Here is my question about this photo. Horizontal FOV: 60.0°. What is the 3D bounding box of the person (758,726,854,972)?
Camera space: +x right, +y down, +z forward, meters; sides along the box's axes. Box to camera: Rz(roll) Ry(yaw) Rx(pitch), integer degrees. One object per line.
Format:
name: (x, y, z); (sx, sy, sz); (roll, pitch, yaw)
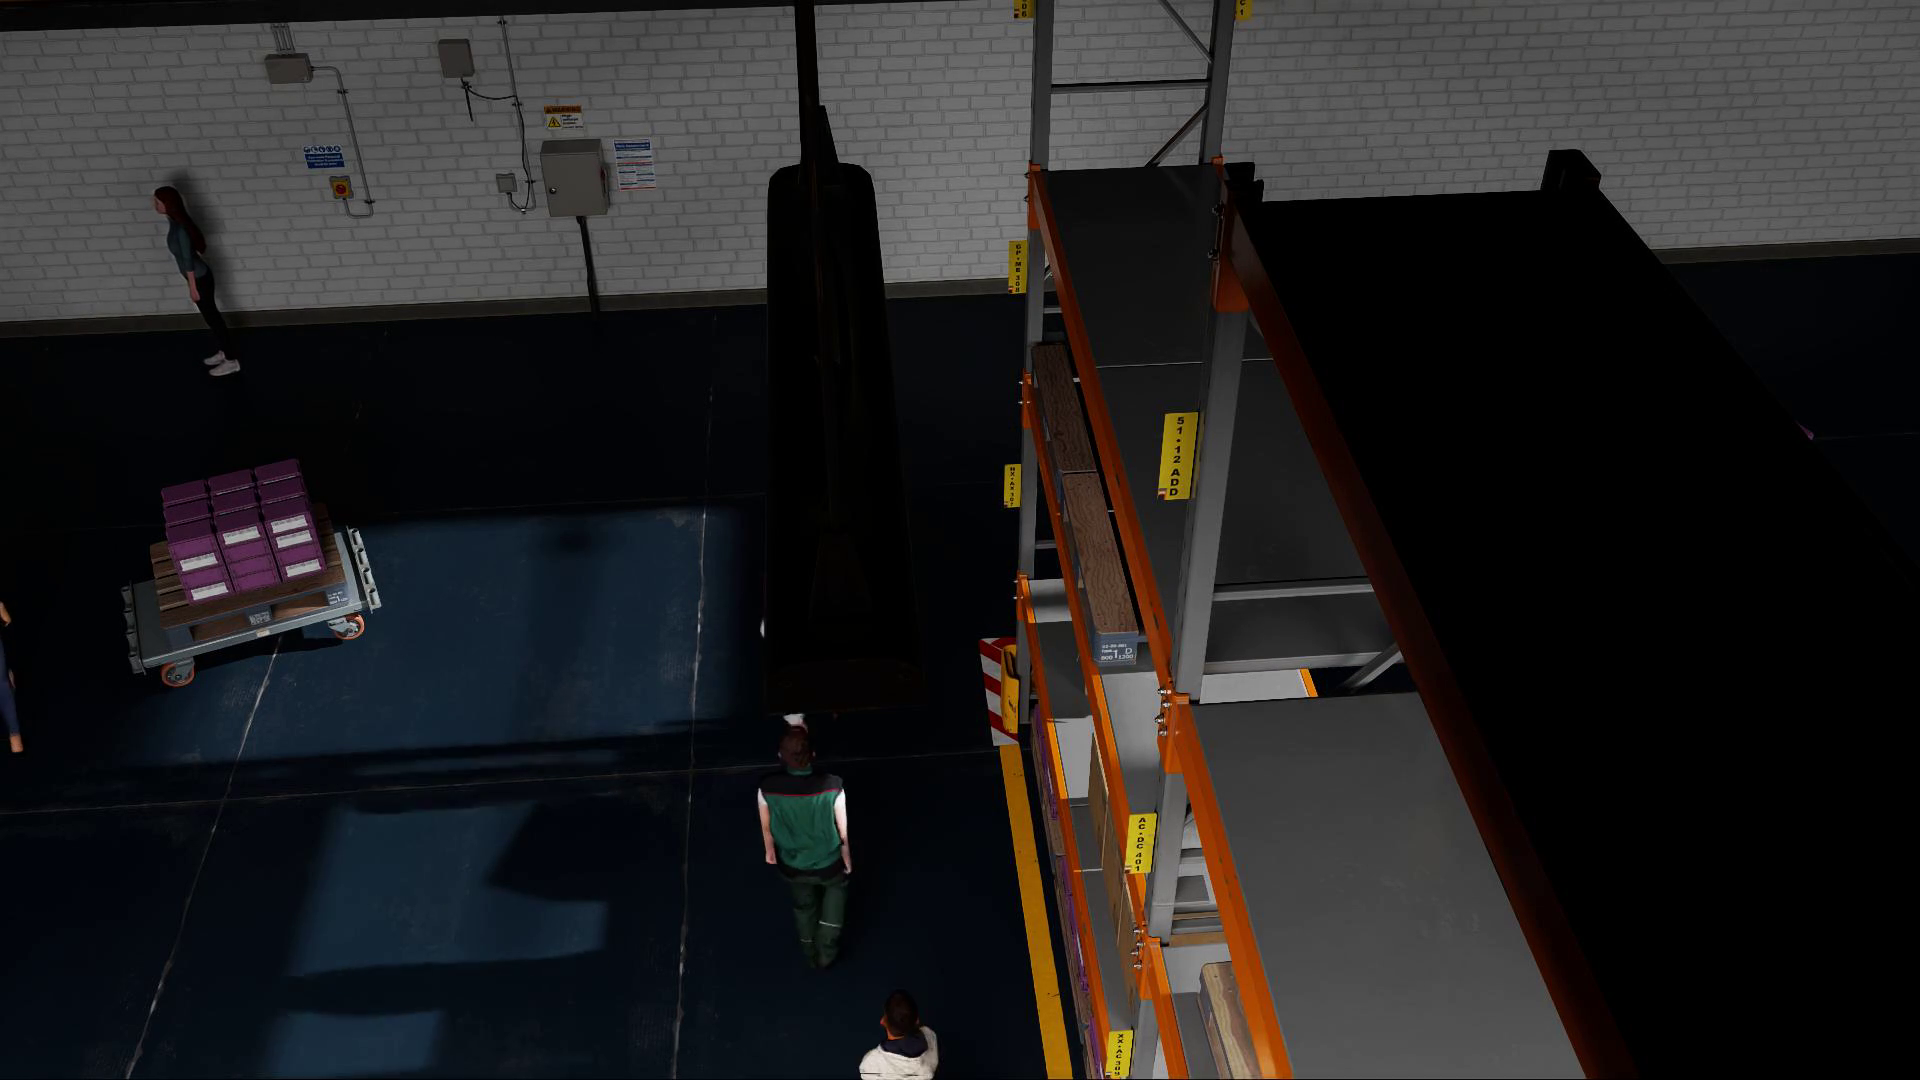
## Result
person: (-0.830, 1.779, 9.158); (0.698, 1.828, 0.728); (2, 39, 3)

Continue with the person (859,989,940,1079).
person: (-0.259, 2.870, 8.128); (0.754, 1.408, 0.969); (-20, 43, -23)

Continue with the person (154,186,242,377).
person: (-6.523, -2.223, 14.238); (0.704, 1.743, 0.581); (-16, 41, -19)

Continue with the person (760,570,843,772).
person: (-1.002, 0.779, 10.482); (0.914, 1.739, 0.896); (-30, 48, -32)

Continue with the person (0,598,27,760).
person: (-6.424, 0.523, 10.813); (0.940, 1.725, 1.265); (-16, 41, -19)
